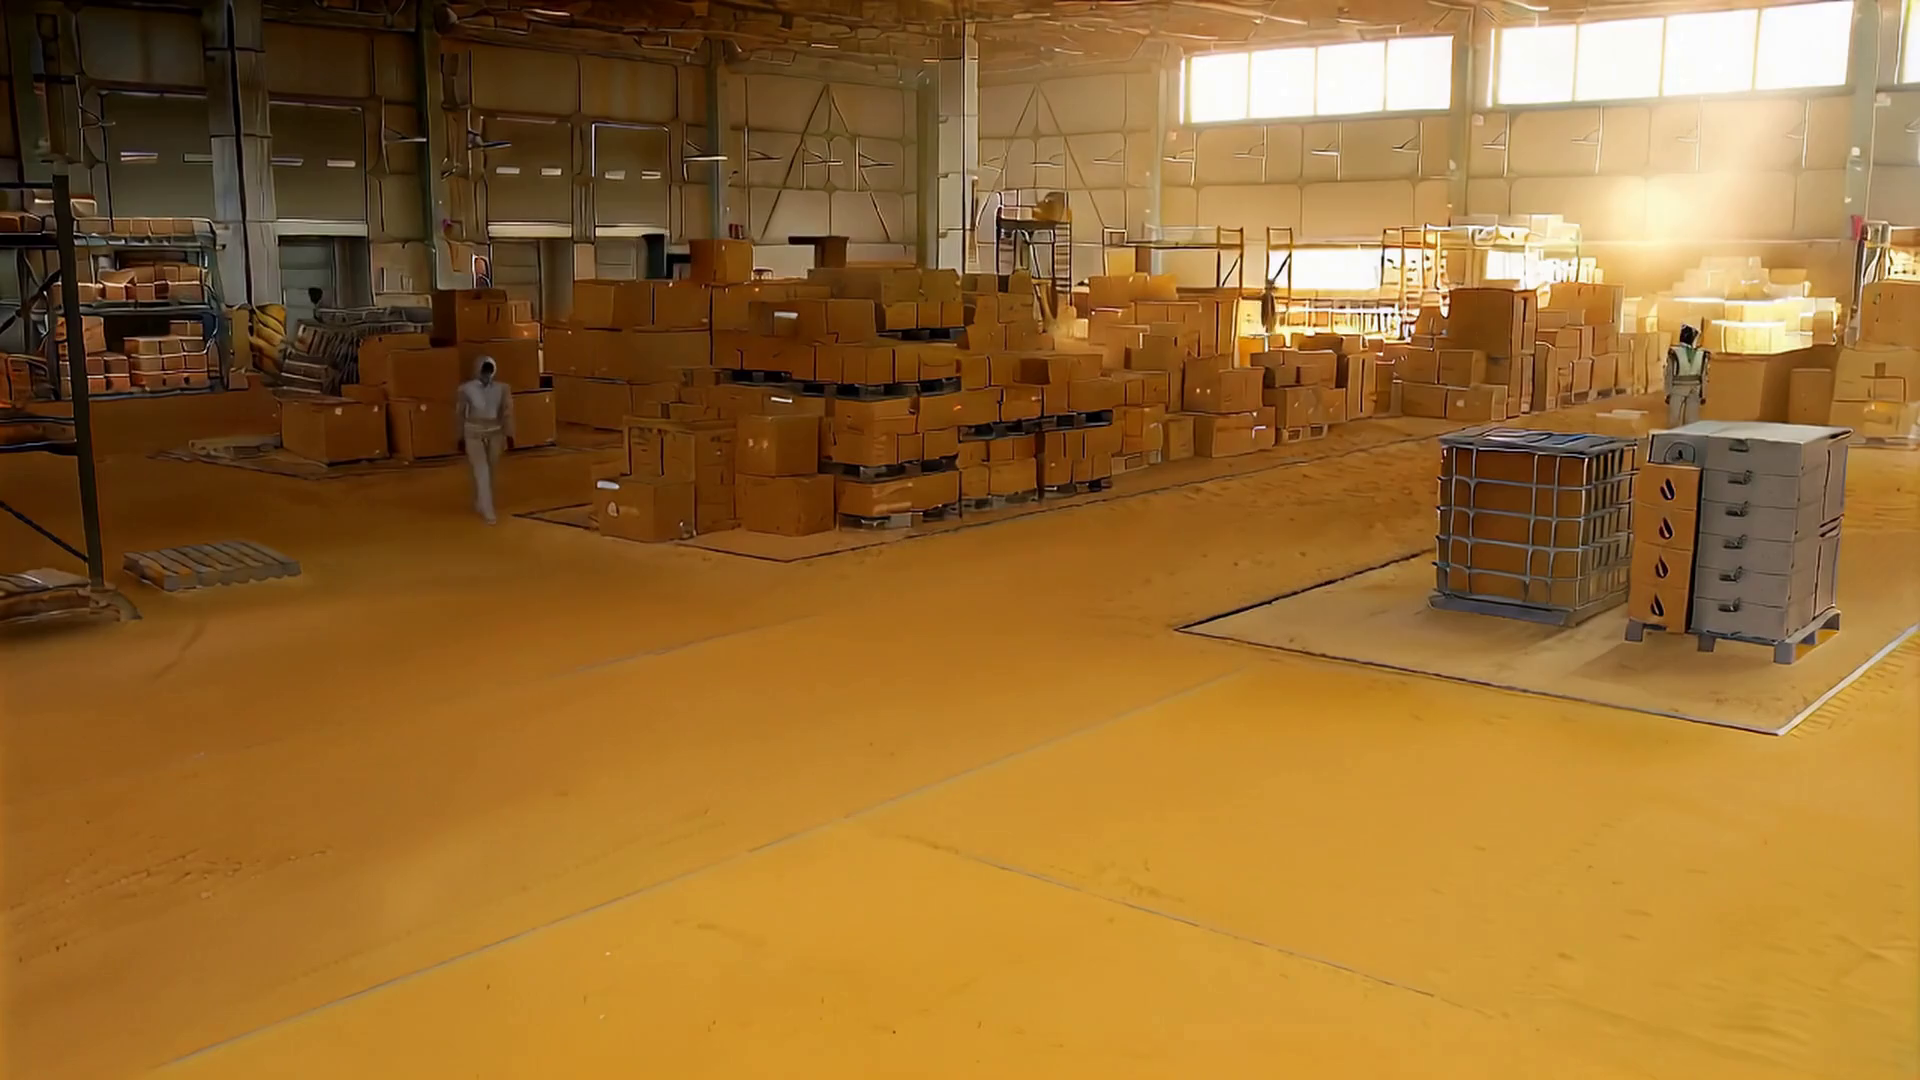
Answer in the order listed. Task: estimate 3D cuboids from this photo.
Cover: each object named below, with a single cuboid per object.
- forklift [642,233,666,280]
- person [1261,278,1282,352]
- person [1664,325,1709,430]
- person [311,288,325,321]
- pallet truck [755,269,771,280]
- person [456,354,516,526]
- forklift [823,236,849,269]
[{"bbox_3d":[-5.931,-4.602,32.595,1.873,2.768,1.129,-2,10,-10],"label":"forklift"},{"bbox_3d":[6.809,-4.706,35.960,0.929,1.893,0.569,4,11,24],"label":"person"},{"bbox_3d":[8.643,-1.739,19.822,0.518,1.640,0.307,0,10,-2],"label":"person"},{"bbox_3d":[-13.988,-4.646,36.251,0.363,1.688,0.538,-6,12,-33],"label":"person"},{"bbox_3d":[-4.996,-6.432,45.525,1.885,1.965,0.823,-6,12,-32],"label":"pallet truck"},{"bbox_3d":[-4.444,-0.957,15.530,0.523,1.597,0.774,-6,11,-29],"label":"person"},{"bbox_3d":[-2.943,-5.851,39.703,1.873,2.768,1.129,2,10,14],"label":"forklift"}]
